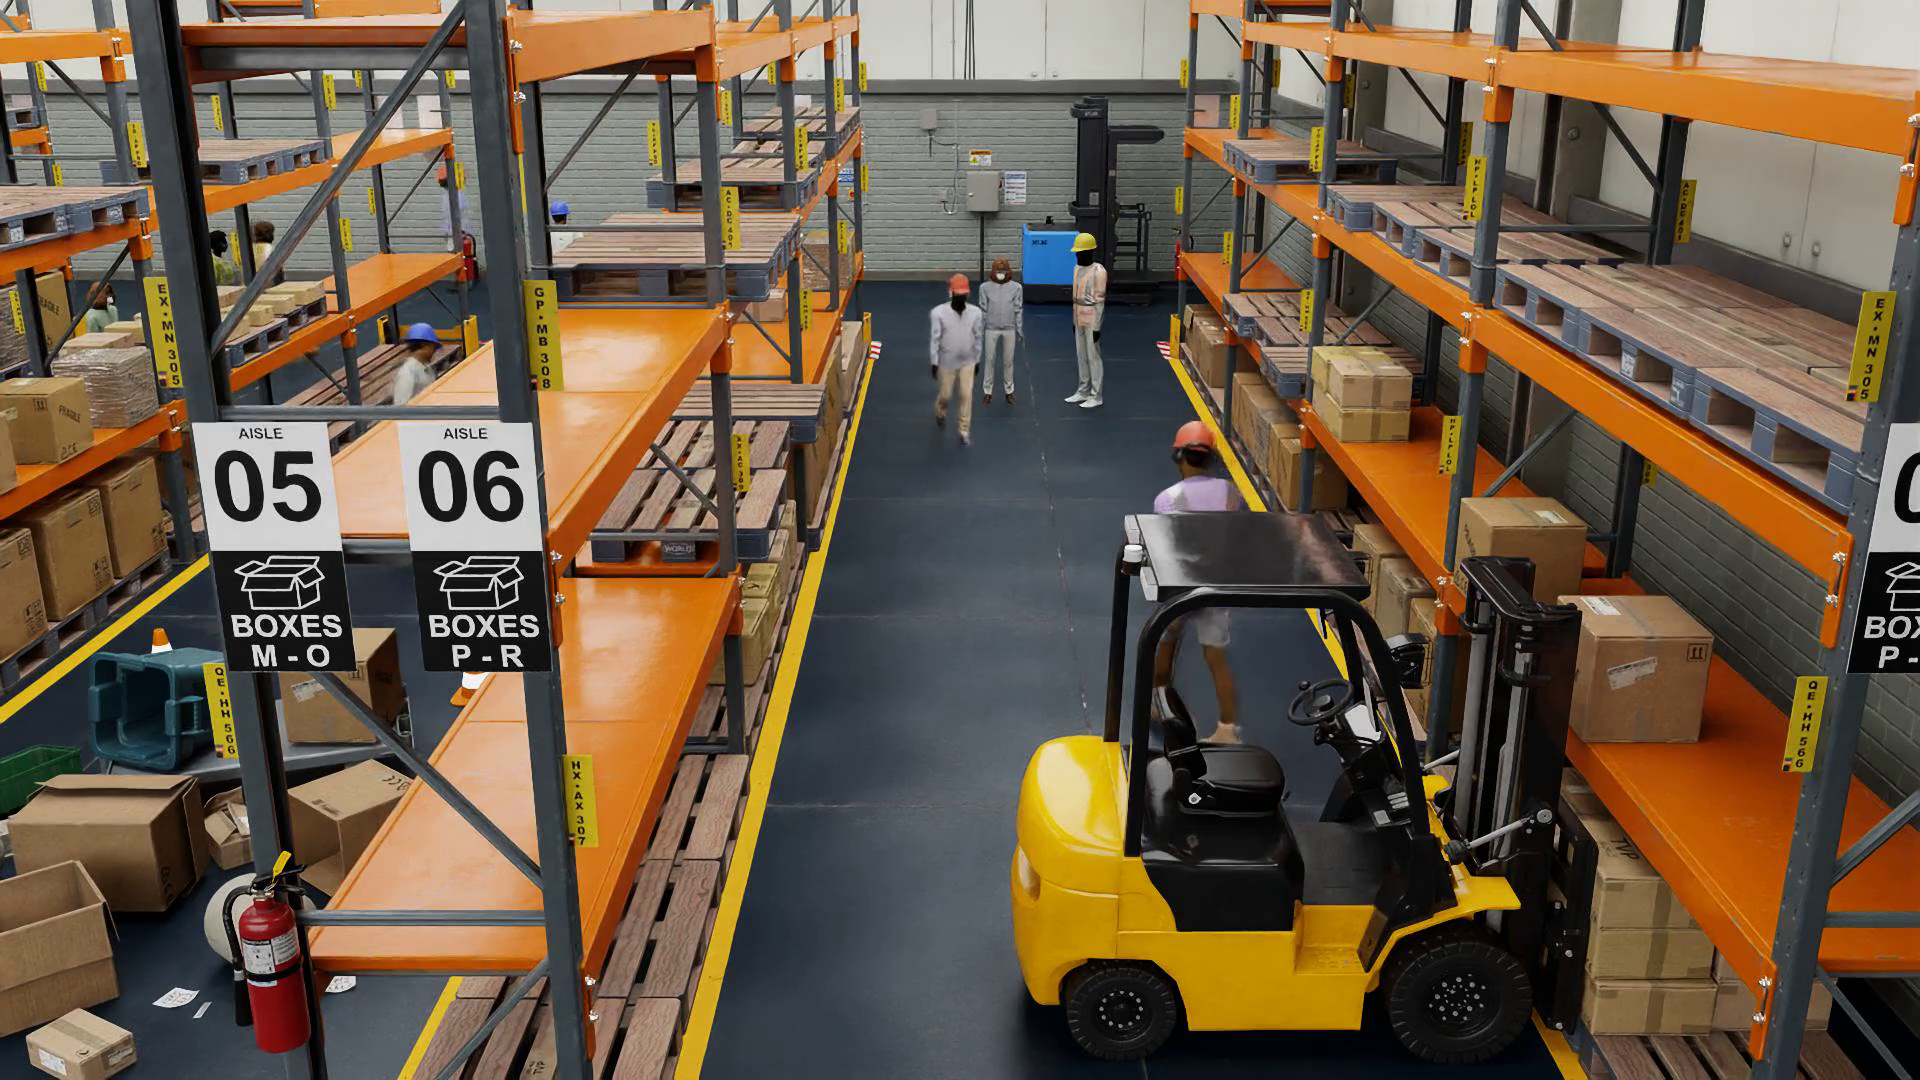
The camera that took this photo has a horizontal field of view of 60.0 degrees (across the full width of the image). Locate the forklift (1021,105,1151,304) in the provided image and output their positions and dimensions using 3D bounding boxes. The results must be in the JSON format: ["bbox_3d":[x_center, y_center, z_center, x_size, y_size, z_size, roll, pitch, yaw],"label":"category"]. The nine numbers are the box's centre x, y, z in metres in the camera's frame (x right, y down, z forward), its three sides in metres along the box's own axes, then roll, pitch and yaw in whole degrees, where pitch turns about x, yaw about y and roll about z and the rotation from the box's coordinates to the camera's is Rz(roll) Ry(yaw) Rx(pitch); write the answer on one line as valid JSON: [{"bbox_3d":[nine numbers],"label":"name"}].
[{"bbox_3d":[1.857,-4.944,24.441,1.873,2.768,1.129,0,18,0],"label":"forklift"}]

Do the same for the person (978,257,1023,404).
[{"bbox_3d":[0.450,-2.319,18.459,0.509,1.631,0.268,-1,18,-3],"label":"person"}]

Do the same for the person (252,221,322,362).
[{"bbox_3d":[-8.339,-2.985,20.229,0.627,1.778,0.986,6,19,19],"label":"person"}]

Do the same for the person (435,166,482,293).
[{"bbox_3d":[-7.648,-4.685,25.164,0.478,1.925,0.559,-10,21,-27],"label":"person"}]

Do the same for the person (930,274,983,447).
[{"bbox_3d":[-0.043,-1.853,16.885,0.573,1.736,0.643,-5,19,-14],"label":"person"}]

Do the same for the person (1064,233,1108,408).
[{"bbox_3d":[1.385,-2.417,18.314,0.390,1.918,0.580,-9,20,-25],"label":"person"}]

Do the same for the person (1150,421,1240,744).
[{"bbox_3d":[1.398,0.284,10.031,0.641,1.976,1.048,-8,20,-24],"label":"person"}]

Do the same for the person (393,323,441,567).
[{"bbox_3d":[-4.357,-0.756,13.329,0.376,1.908,0.779,0,18,1],"label":"person"}]

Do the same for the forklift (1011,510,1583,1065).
[{"bbox_3d":[1.387,1.055,7.378,2.313,2.155,1.214,0,18,0],"label":"forklift"}]
